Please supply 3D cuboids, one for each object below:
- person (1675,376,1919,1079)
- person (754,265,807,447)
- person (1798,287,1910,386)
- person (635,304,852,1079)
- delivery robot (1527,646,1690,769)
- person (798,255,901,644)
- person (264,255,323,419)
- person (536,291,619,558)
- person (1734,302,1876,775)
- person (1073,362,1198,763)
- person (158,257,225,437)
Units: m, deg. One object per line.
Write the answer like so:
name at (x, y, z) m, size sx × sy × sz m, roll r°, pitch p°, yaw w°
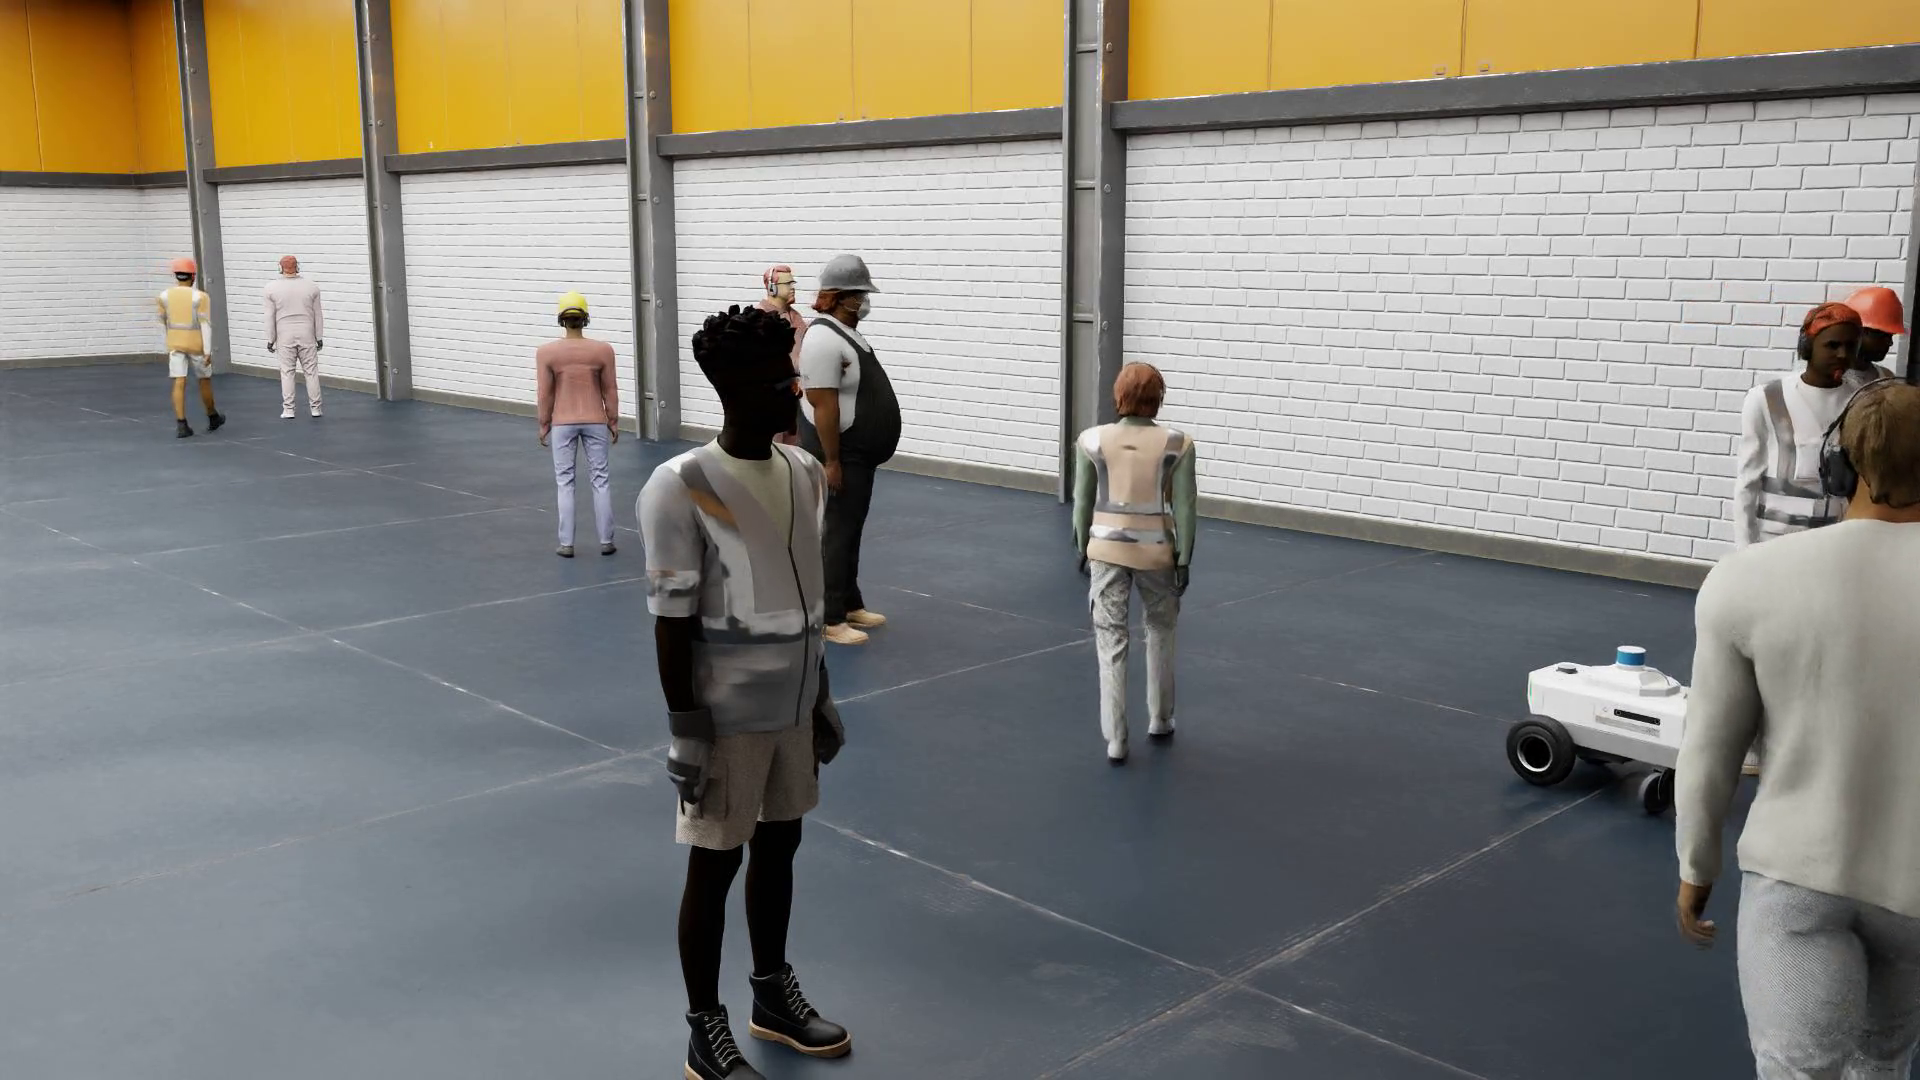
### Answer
person at (1.659, 0.644, 3.088) m, size 0.630 × 1.889 × 1.025 m, roll 4°, pitch 11°, yaw 21°
person at (-1.309, -1.061, 12.283) m, size 0.410 × 1.913 × 0.643 m, roll 5°, pitch 12°, yaw 26°
person at (3.977, -0.147, 7.322) m, size 0.559 × 1.897 × 0.848 m, roll -3°, pitch 11°, yaw -18°
person at (-0.516, 0.403, 4.152) m, size 0.367 × 1.966 × 0.607 m, roll 7°, pitch 12°, yaw 33°
delivery robot at (2.565, 0.652, 6.390) m, size 0.477 × 0.478 × 0.707 m, roll -9°, pitch 14°, yaw -40°
person at (-0.579, -0.491, 8.822) m, size 0.537 × 2.000 × 0.695 m, roll 1°, pitch 10°, yaw 6°
person at (-7.768, -2.365, 19.424) m, size 0.638 × 1.903 × 0.408 m, roll -6°, pitch 12°, yaw -29°
person at (-2.538, -0.764, 11.066) m, size 0.533 × 1.765 × 0.330 m, roll -3°, pitch 11°, yaw -18°
person at (3.332, 0.009, 6.553) m, size 0.579 × 1.876 × 0.345 m, roll 0°, pitch 10°, yaw 1°
person at (0.721, 0.075, 6.884) m, size 0.522 × 1.612 × 0.686 m, roll 2°, pitch 11°, yaw 11°
person at (-8.266, -2.079, 17.877) m, size 0.562 × 1.885 × 0.972 m, roll -1°, pitch 10°, yaw -4°
